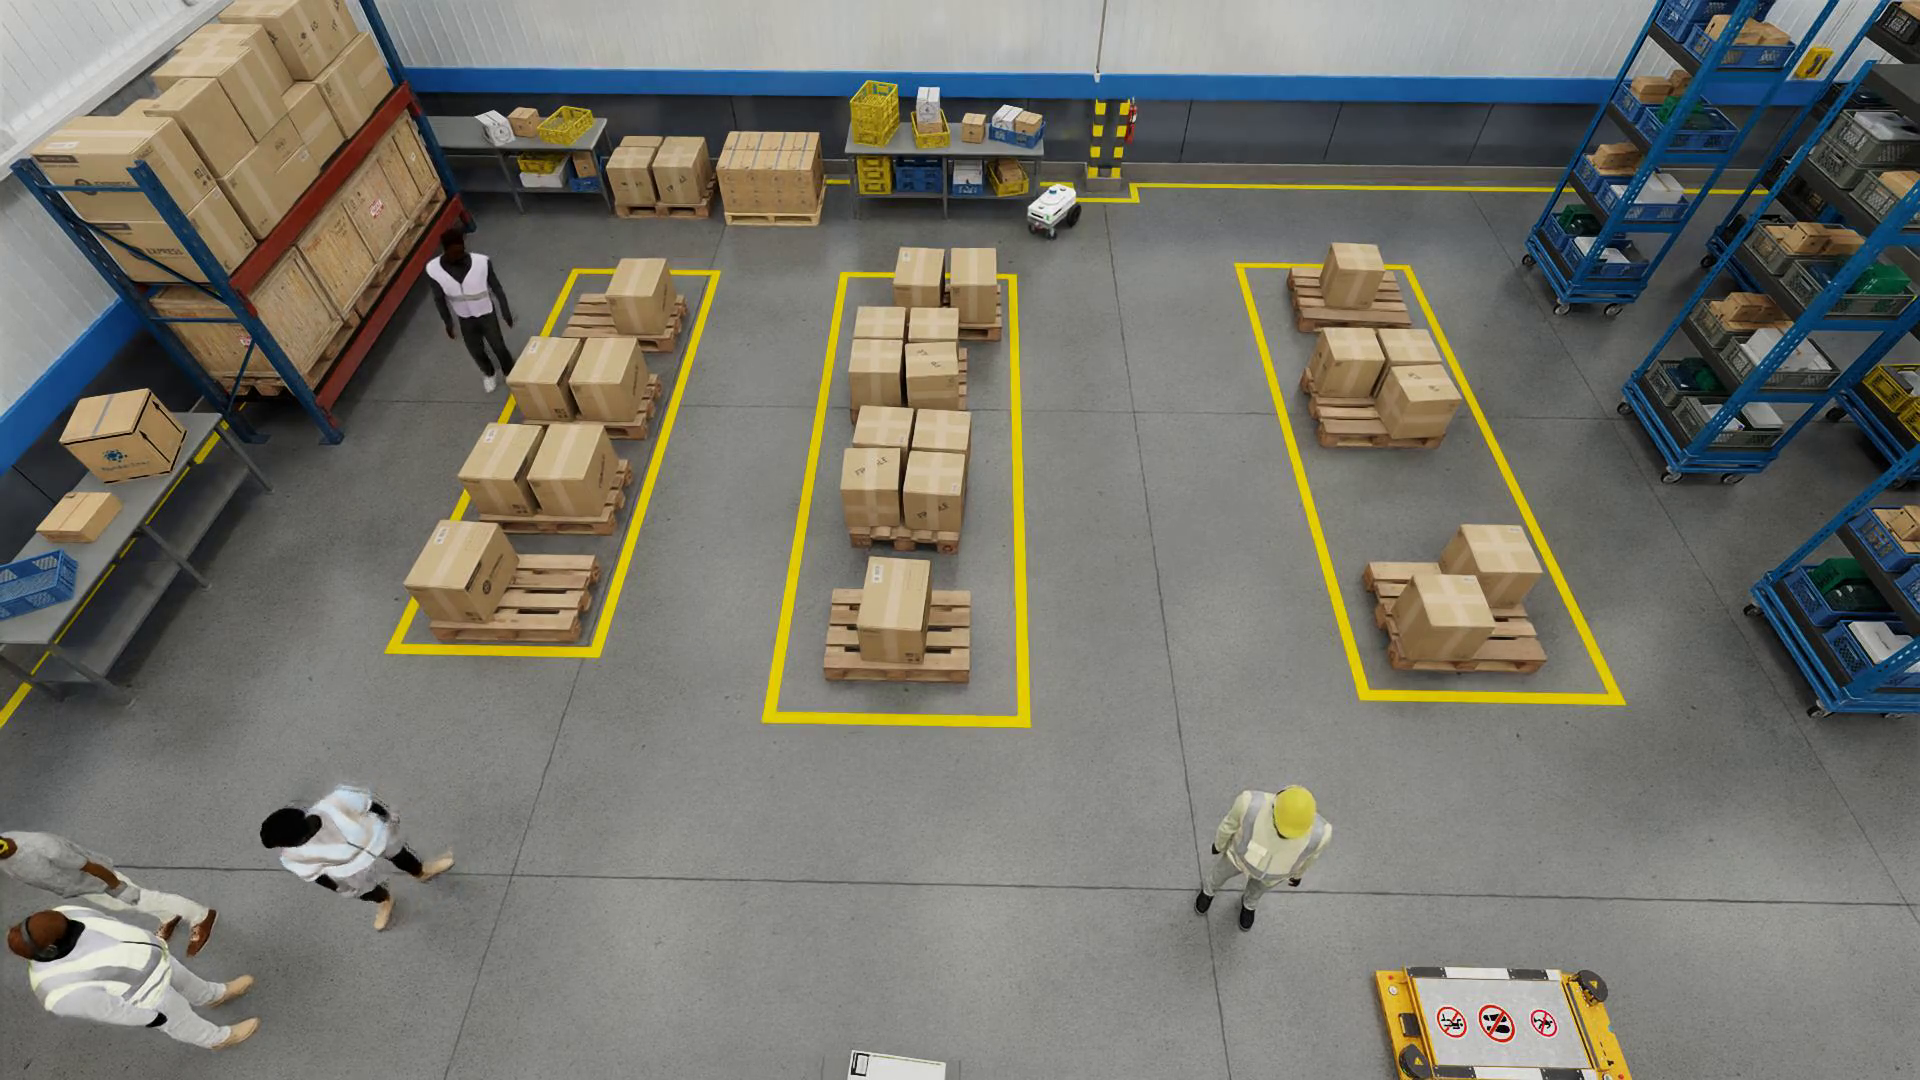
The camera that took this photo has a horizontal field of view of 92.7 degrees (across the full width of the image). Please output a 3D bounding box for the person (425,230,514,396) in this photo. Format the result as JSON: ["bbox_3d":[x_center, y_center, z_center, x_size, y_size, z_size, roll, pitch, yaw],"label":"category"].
[{"bbox_3d":[-4.908,-2.291,9.300,0.661,1.886,0.441,-14,52,-11],"label":"person"}]

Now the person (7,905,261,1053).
[{"bbox_3d":[-4.811,2.567,5.378,0.431,1.835,0.623,-28,56,-21],"label":"person"}]

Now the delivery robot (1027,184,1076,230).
[{"bbox_3d":[1.172,-4.274,11.712,0.477,0.478,0.707,30,57,22],"label":"delivery robot"}]

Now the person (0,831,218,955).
[{"bbox_3d":[-5.417,2.155,5.700,0.519,1.856,0.335,2,51,2],"label":"person"}]

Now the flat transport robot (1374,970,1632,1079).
[{"bbox_3d":[3.501,3.133,5.914,1.431,0.197,0.652,1,51,1],"label":"flat transport robot"}]

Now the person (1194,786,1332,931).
[{"bbox_3d":[1.905,2.018,5.824,0.600,1.829,0.404,17,53,14],"label":"person"}]

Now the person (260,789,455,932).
[{"bbox_3d":[-3.873,2.008,5.942,0.318,1.661,0.618,19,53,15],"label":"person"}]
